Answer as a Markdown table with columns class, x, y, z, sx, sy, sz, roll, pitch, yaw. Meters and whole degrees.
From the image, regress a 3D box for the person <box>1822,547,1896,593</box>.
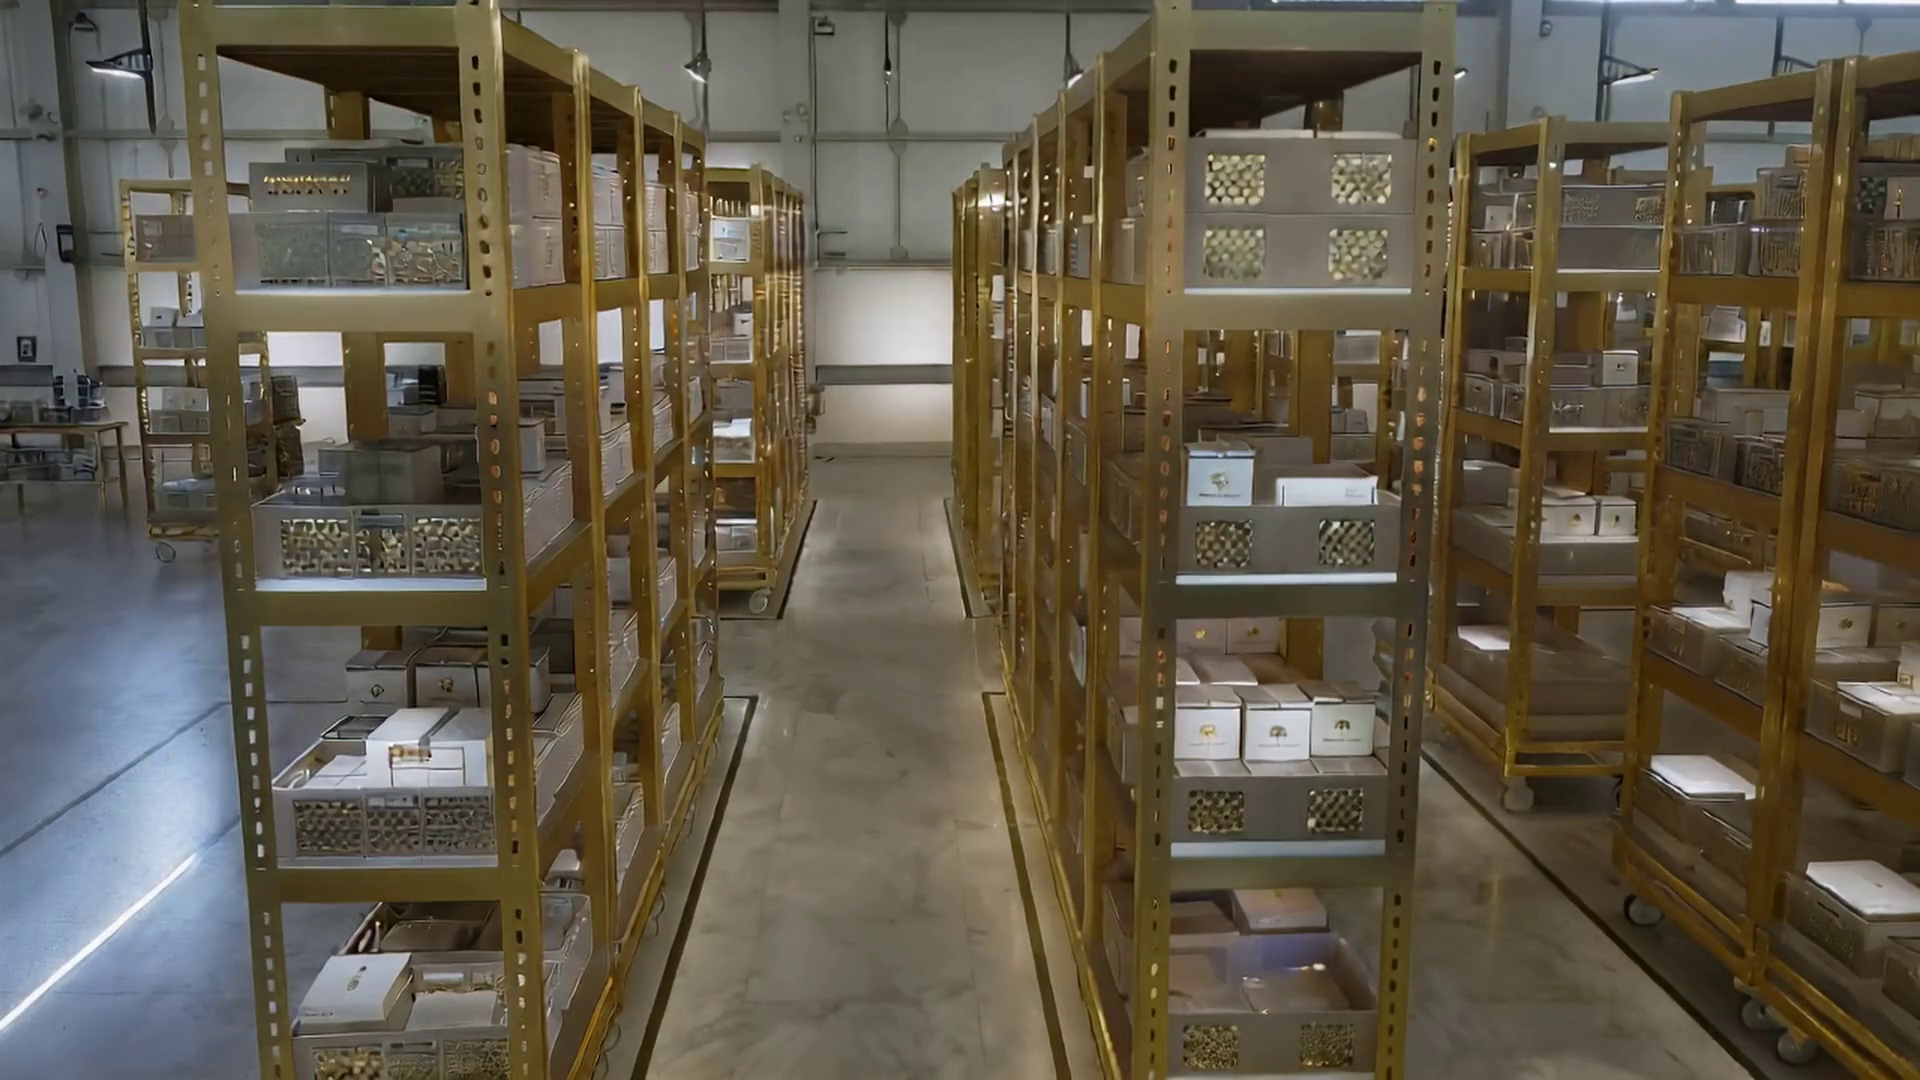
| class | x | y | z | sx | sy | sz | roll | pitch | yaw |
| --- | --- | --- | --- | --- | --- | --- | --- | --- | --- |
| person | 4.877 | 0.475 | 9.145 | 0.579 | 1.818 | 0.830 | 0 | 10 | -1 |
